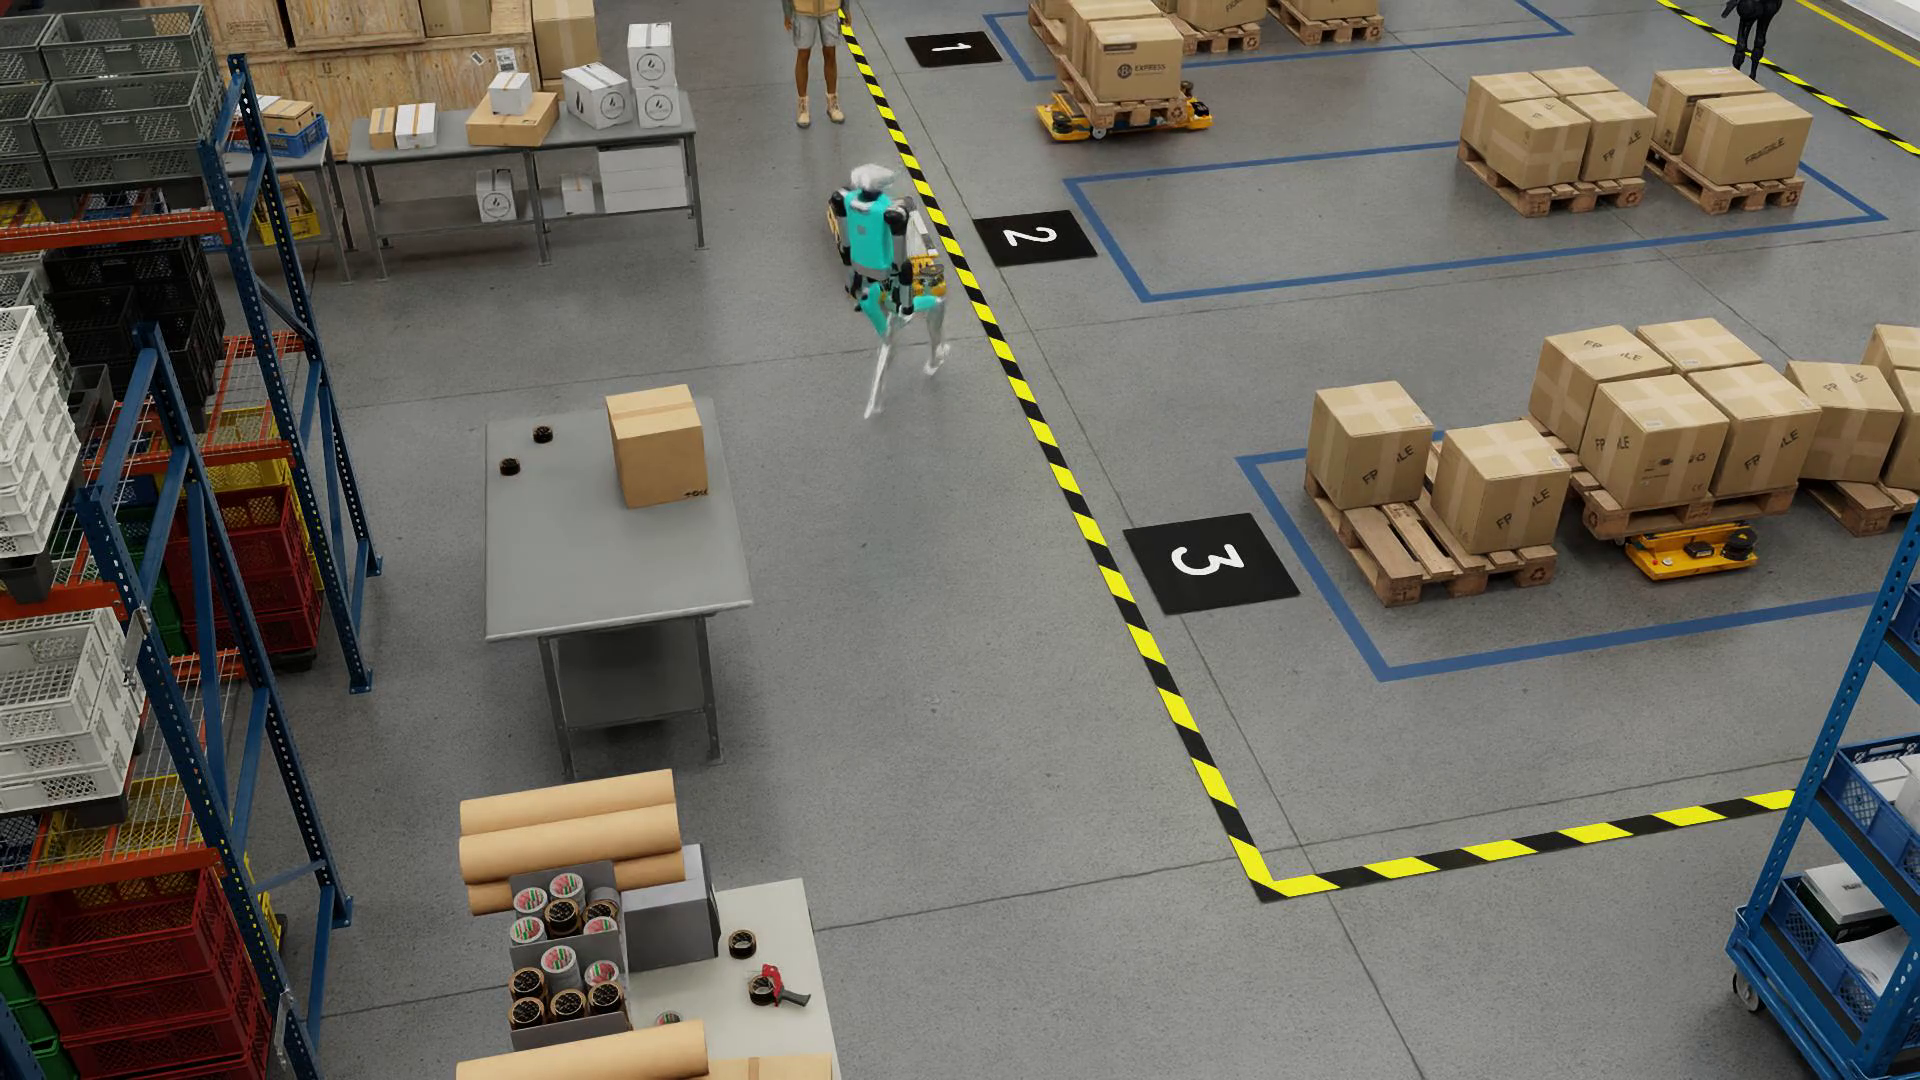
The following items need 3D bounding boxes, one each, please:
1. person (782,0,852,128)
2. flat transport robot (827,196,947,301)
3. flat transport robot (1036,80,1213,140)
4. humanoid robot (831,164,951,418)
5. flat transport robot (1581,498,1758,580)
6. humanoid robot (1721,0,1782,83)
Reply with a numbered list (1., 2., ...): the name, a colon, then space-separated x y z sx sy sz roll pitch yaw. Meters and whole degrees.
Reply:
1. person: -1.212 -4.535 14.165 0.607 2.043 0.394 -8 37 -11
2. flat transport robot: -0.570 -2.220 12.538 0.659 0.231 1.431 -8 37 -10
3. flat transport robot: 1.442 -3.785 14.618 1.431 0.197 0.652 -8 37 -10
4. humanoid robot: -0.339 -1.666 10.615 0.544 1.773 1.024 22 42 27
5. flat transport robot: 4.062 -0.294 9.926 0.652 0.197 1.431 -8 37 -10
6. humanoid robot: 7.166 -4.882 14.923 0.599 1.657 0.315 -15 39 -19
